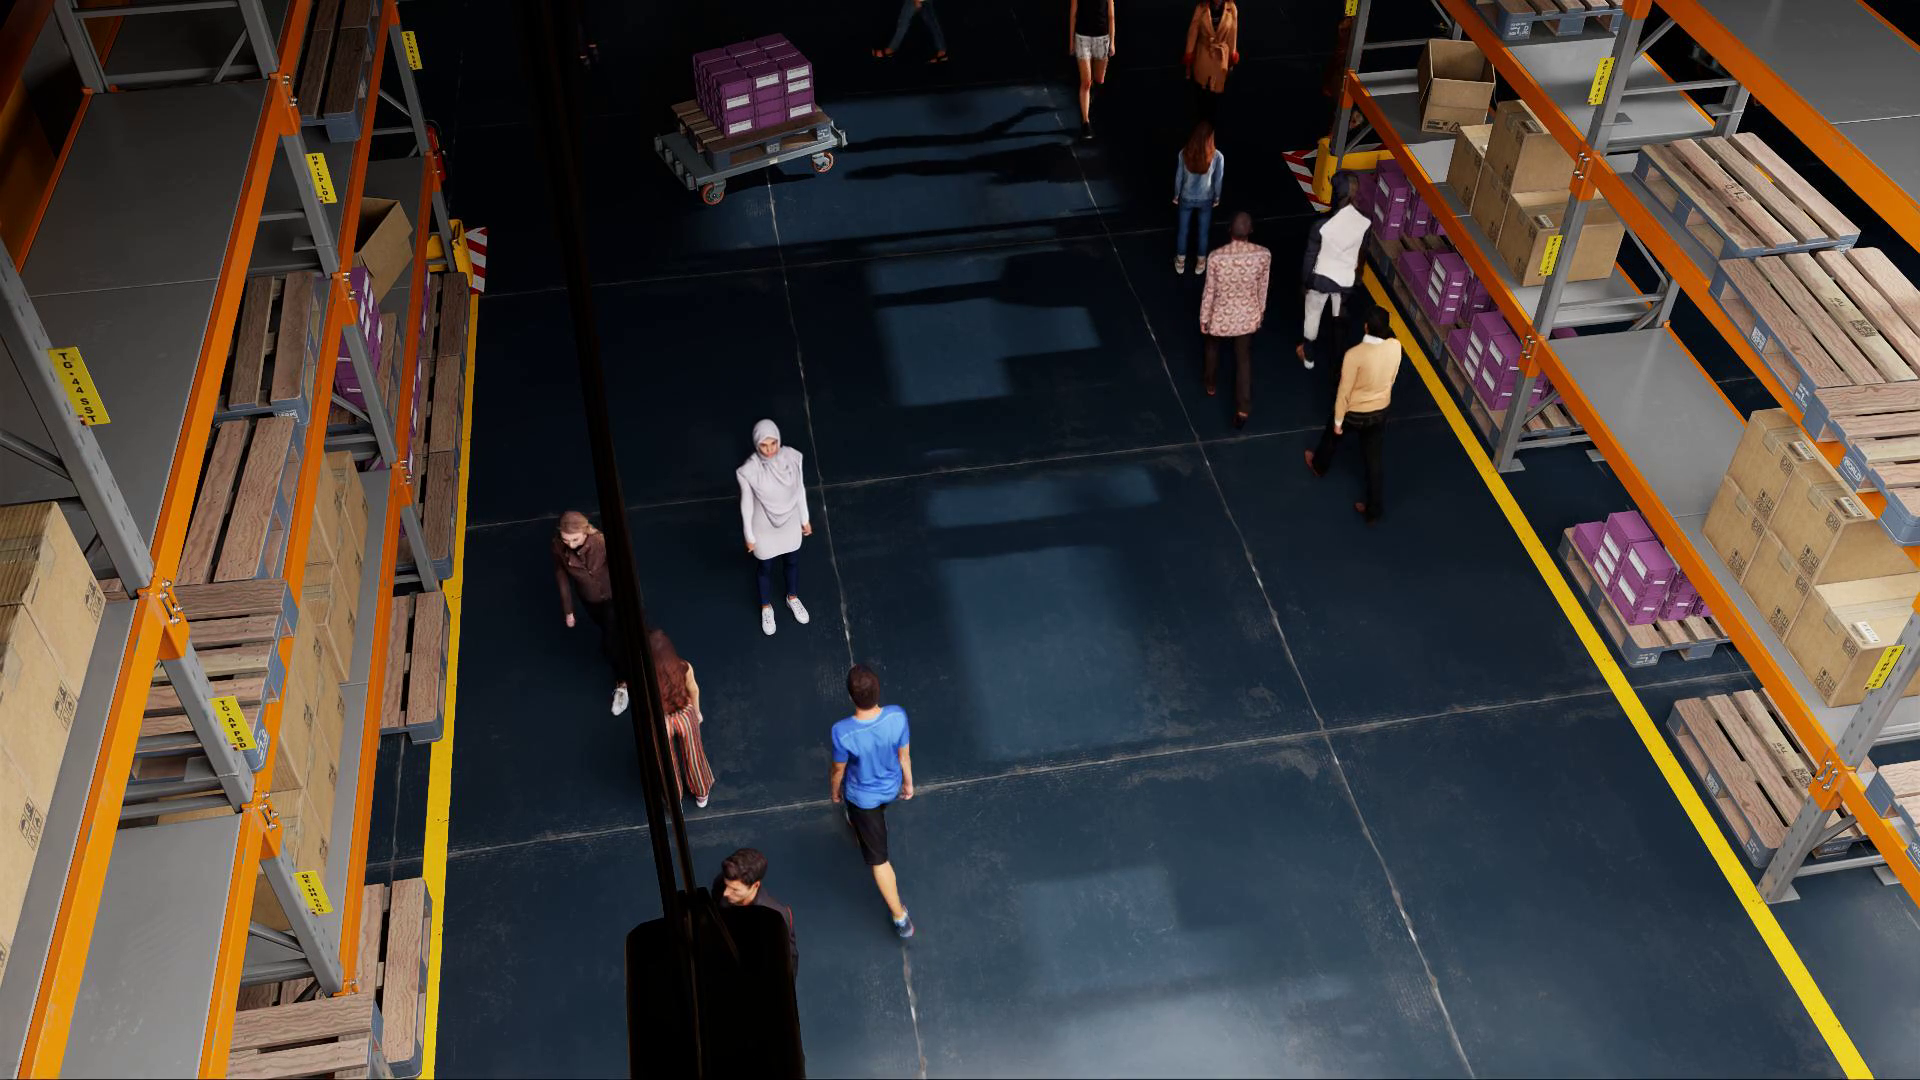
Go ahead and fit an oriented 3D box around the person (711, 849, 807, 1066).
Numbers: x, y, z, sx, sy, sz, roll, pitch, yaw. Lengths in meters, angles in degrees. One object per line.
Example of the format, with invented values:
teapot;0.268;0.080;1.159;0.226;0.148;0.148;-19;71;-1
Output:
person;-1.050;2.208;8.609;0.760;1.944;0.851;32;52;29

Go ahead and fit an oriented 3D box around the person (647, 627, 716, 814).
person;-1.744;1.093;10.057;0.591;1.563;0.580;-16;46;-16

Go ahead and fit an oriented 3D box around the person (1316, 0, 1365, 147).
person;3.740;-4.503;15.848;0.655;1.675;0.654;-5;44;-5

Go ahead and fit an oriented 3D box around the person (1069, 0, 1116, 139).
person;1.276;-4.893;16.152;0.675;1.822;1.024;-2;44;-3

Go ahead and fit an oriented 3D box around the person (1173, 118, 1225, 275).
person;2.043;-2.962;14.375;0.619;1.477;0.603;8;44;8

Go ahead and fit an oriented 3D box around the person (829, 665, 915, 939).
person;-0.457;1.506;9.437;0.870;1.819;1.330;-19;47;-19

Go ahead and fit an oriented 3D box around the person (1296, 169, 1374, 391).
person;2.954;-2.011;13.087;0.777;1.876;1.061;-2;44;-2

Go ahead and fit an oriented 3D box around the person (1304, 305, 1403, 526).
person;2.947;-0.872;12.014;0.739;1.708;1.196;-12;45;-12

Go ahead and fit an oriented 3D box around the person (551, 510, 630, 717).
person;-2.293;0.319;10.792;0.800;1.668;0.880;8;44;8

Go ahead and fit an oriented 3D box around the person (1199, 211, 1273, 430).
person;2.116;-1.680;12.799;0.806;1.794;1.157;-1;44;-1

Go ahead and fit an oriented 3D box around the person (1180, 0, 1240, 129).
person;2.383;-4.599;15.958;0.960;1.664;1.265;6;44;6

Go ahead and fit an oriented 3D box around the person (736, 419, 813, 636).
person;-1.235;-0.107;11.162;0.667;1.775;0.618;-17;46;-17

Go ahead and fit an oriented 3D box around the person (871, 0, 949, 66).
person;-0.343;-5.595;17.015;0.954;1.647;1.071;8;44;8
